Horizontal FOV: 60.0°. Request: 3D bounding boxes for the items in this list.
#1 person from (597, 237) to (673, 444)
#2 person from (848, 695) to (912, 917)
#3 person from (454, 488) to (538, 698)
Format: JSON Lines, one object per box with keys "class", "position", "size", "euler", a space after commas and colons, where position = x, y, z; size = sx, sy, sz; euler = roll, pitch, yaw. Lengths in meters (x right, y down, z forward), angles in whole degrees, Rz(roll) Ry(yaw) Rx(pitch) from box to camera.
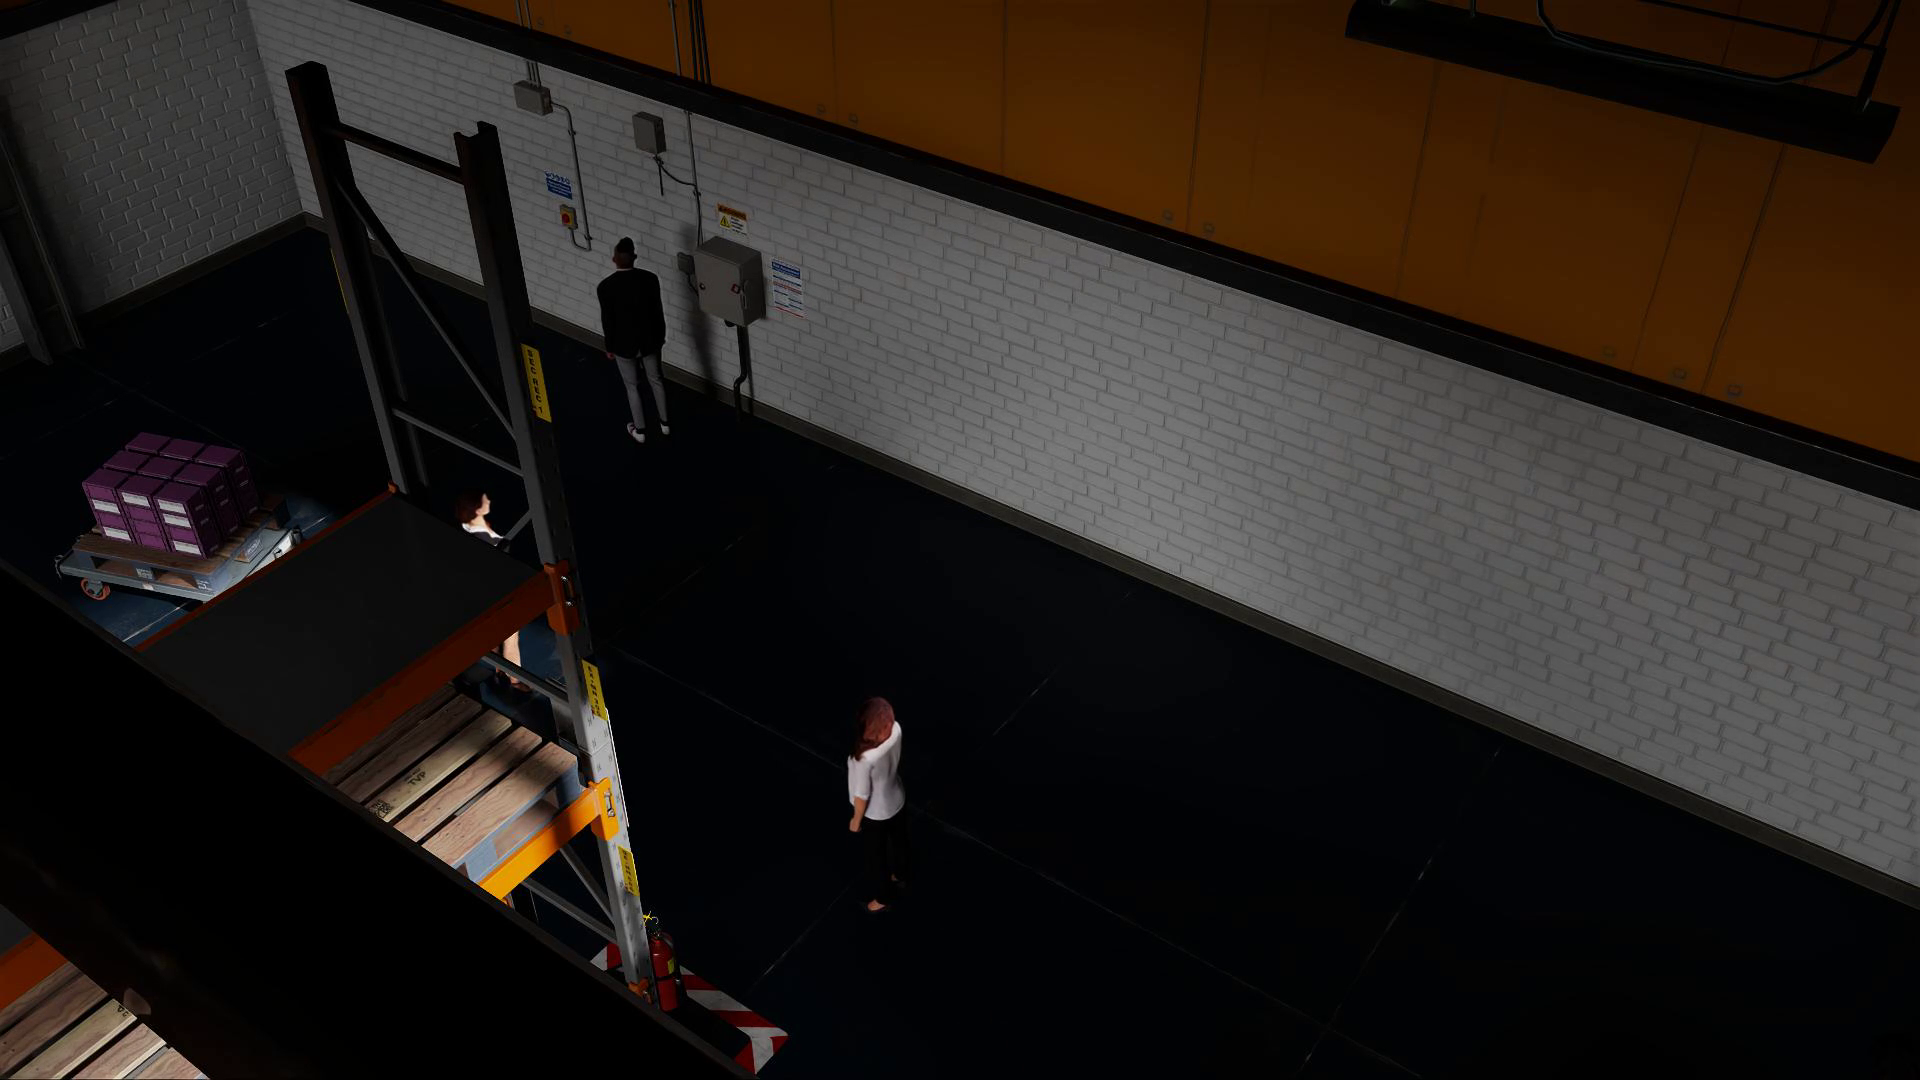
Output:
{"class": "person", "position": [-2.749, -1.715, 14.139], "size": [0.736, 1.948, 0.858], "euler": [-16, 41, -19]}
{"class": "person", "position": [-0.469, 1.614, 10.094], "size": [0.669, 1.795, 0.456], "euler": [22, 43, 25]}
{"class": "person", "position": [-3.259, 0.377, 11.642], "size": [0.610, 1.796, 0.526], "euler": [31, 48, 33]}
